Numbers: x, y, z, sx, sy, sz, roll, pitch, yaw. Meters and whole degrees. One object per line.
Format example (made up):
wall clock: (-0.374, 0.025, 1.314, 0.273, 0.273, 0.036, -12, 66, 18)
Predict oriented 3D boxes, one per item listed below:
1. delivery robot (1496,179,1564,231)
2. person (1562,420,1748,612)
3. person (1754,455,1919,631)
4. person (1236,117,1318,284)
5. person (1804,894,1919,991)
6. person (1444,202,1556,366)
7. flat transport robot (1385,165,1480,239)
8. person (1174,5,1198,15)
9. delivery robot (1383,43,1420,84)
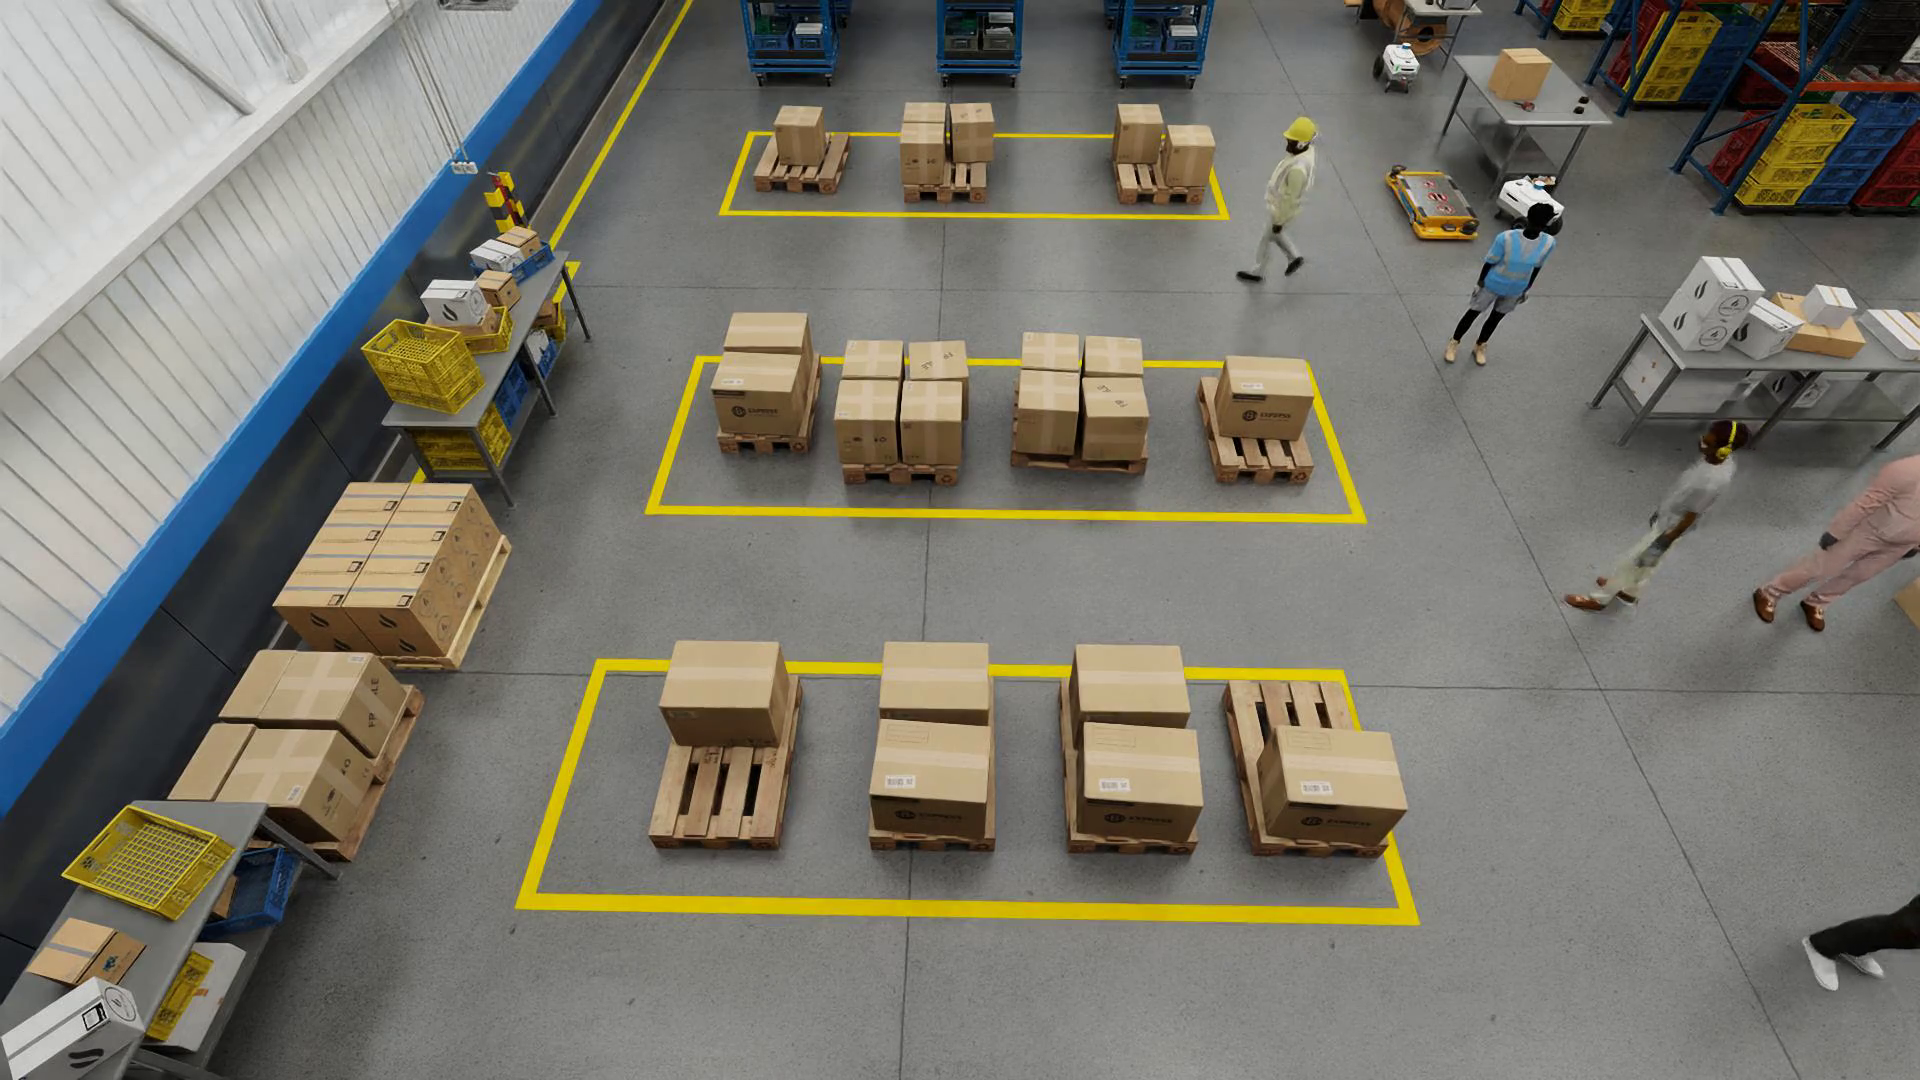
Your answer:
delivery robot: (6.636, -3.929, 10.670, 0.477, 0.478, 0.707, -12, 50, -11)
person: (5.039, -0.118, 6.593, 0.633, 1.844, 0.644, 26, 54, 21)
person: (6.520, -0.035, 6.483, 0.659, 1.889, 0.397, 5, 49, 5)
person: (3.392, -3.463, 9.492, 0.604, 1.814, 0.611, 16, 51, 14)
person: (5.254, 1.932, 4.780, 0.655, 1.896, 0.444, -13, 50, -11)
person: (5.125, -2.395, 8.650, 0.537, 1.696, 0.321, 7, 50, 6)
flat transport robot: (5.692, -4.094, 11.059, 0.652, 0.197, 1.431, 1, 49, 1)
person: (3.807, -9.381, 14.736, 0.523, 1.636, 0.310, 30, 56, 23)
delivery robot: (6.378, -6.917, 13.256, 0.477, 0.478, 0.707, 3, 49, 2)
